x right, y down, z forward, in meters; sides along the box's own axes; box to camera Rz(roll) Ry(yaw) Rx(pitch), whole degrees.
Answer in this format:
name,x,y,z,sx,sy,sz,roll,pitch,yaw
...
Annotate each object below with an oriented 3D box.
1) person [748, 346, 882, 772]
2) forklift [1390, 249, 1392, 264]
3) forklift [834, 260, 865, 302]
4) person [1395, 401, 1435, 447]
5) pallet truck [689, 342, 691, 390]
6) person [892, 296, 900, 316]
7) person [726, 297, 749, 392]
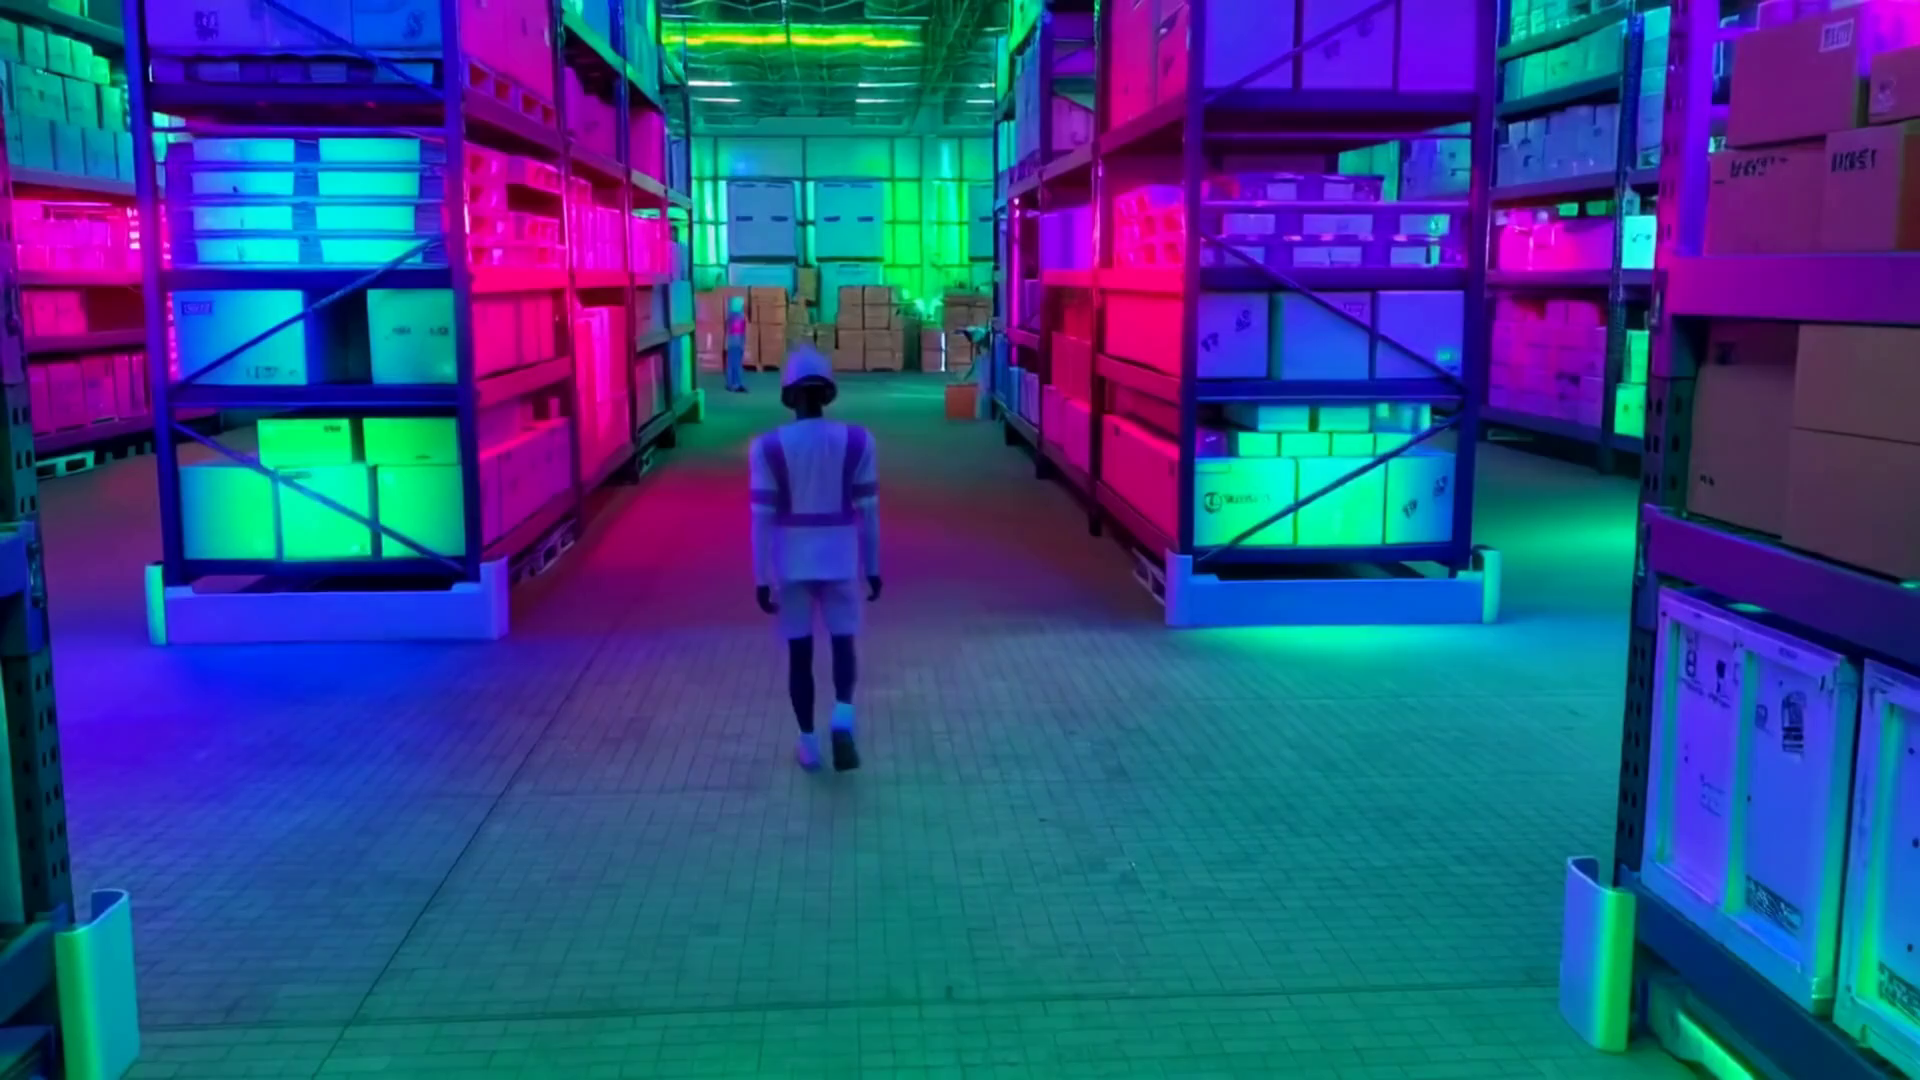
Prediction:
name,x,y,z,sx,sy,sz,roll,pitch,yaw
person,-0.664,0.120,7.740,0.632,2.029,0.580,-1,9,-9
forklift,7.779,-3.984,30.848,1.873,2.768,1.129,-5,10,-28
forklift,-3.397,-7.252,51.369,1.129,2.768,1.873,-1,9,-4
person,5.396,-1.561,19.662,0.522,1.592,0.877,0,9,0
pallet truck,-5.225,-3.008,27.480,1.885,1.965,0.823,2,9,14
person,-2.216,-7.626,57.599,0.307,1.641,0.514,1,9,4
person,-4.523,-3.945,33.616,0.383,1.916,0.591,-4,10,-23
